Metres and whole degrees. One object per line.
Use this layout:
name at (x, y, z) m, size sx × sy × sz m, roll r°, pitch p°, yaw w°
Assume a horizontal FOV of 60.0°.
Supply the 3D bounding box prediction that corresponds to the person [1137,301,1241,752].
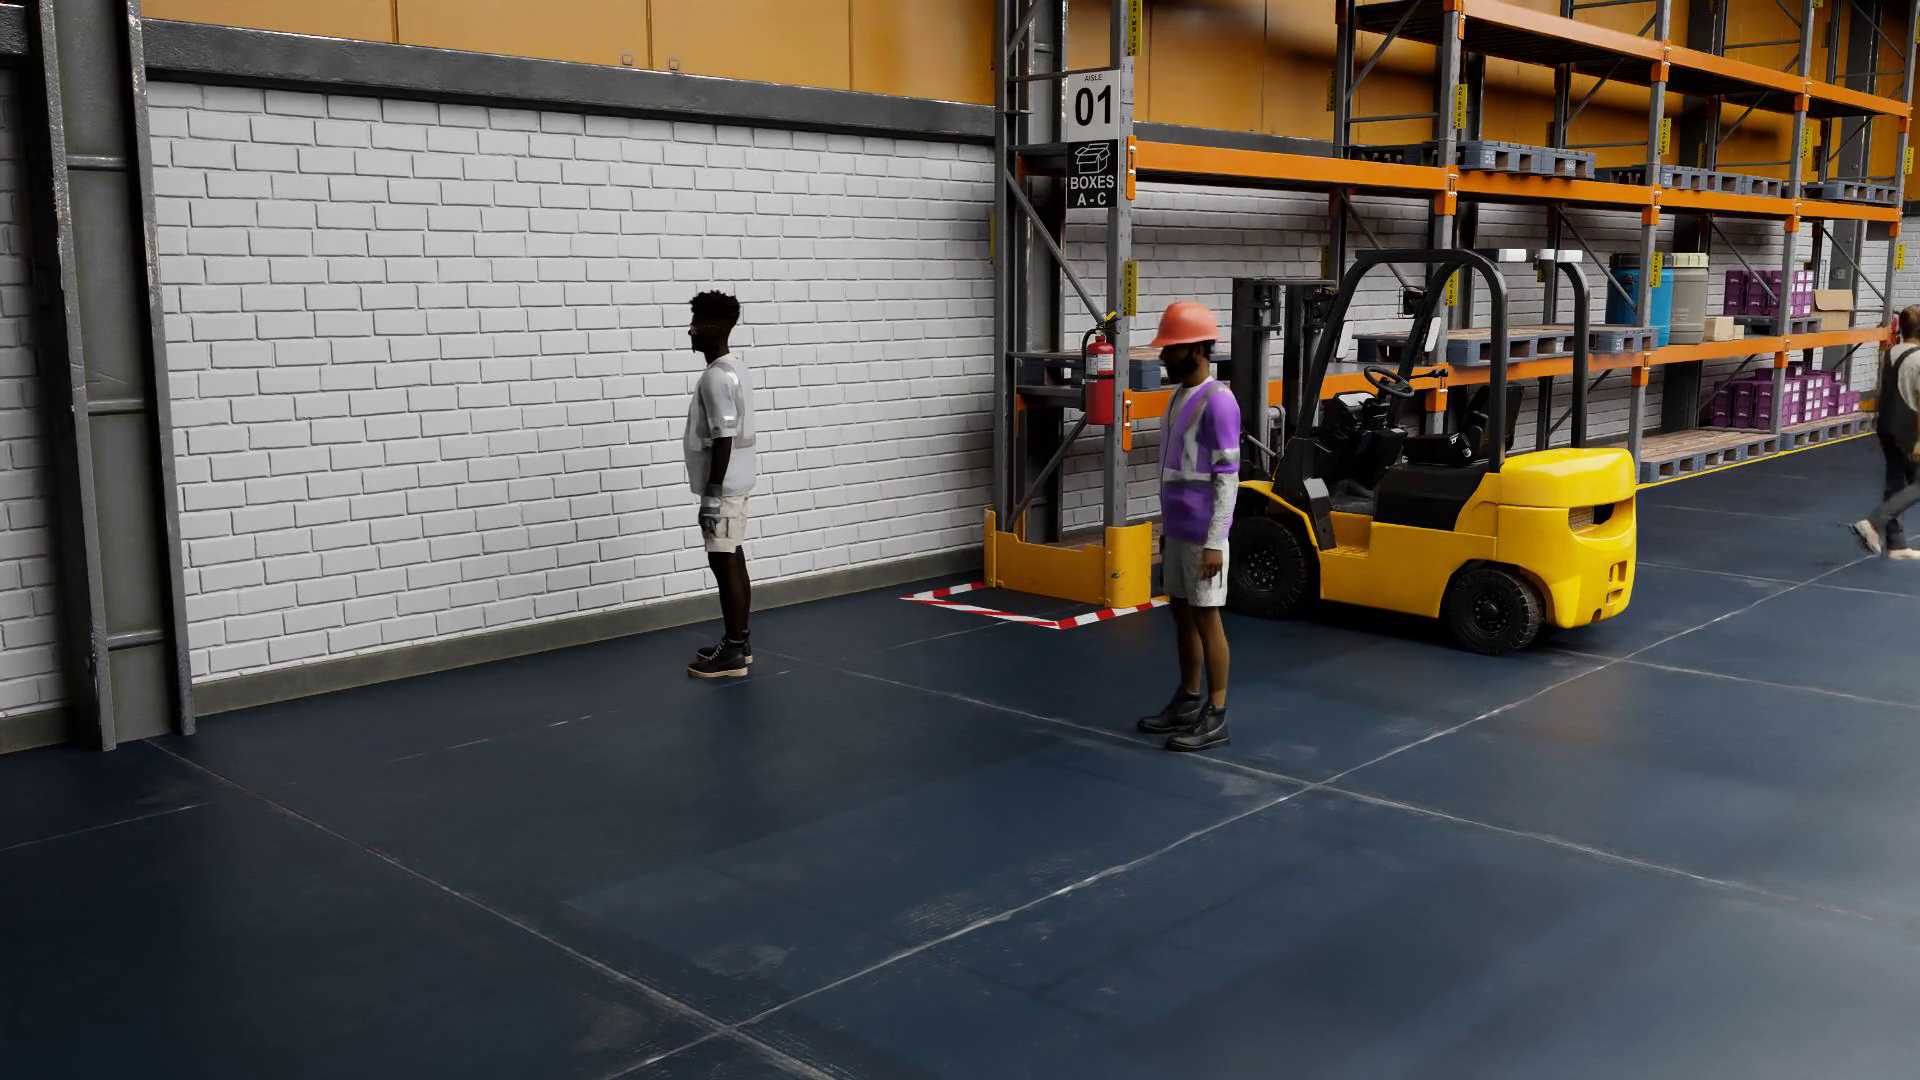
person at (0.978, -0.055, 7.174) m, size 0.378 × 1.932 × 0.551 m, roll -3°, pitch 10°, yaw -16°

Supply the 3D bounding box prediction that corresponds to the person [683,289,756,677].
person at (-1.226, -0.287, 8.492) m, size 0.361 × 1.965 × 0.613 m, roll 0°, pitch 9°, yaw 1°

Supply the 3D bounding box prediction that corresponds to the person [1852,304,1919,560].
person at (6.589, -0.739, 11.695) m, size 0.555 × 1.830 × 0.514 m, roll -2°, pitch 9°, yaw -11°

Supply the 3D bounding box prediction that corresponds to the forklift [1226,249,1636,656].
forklift at (2.710, -0.584, 9.626) m, size 2.313 × 2.155 × 1.214 m, roll 9°, pitch 13°, yaw 43°
